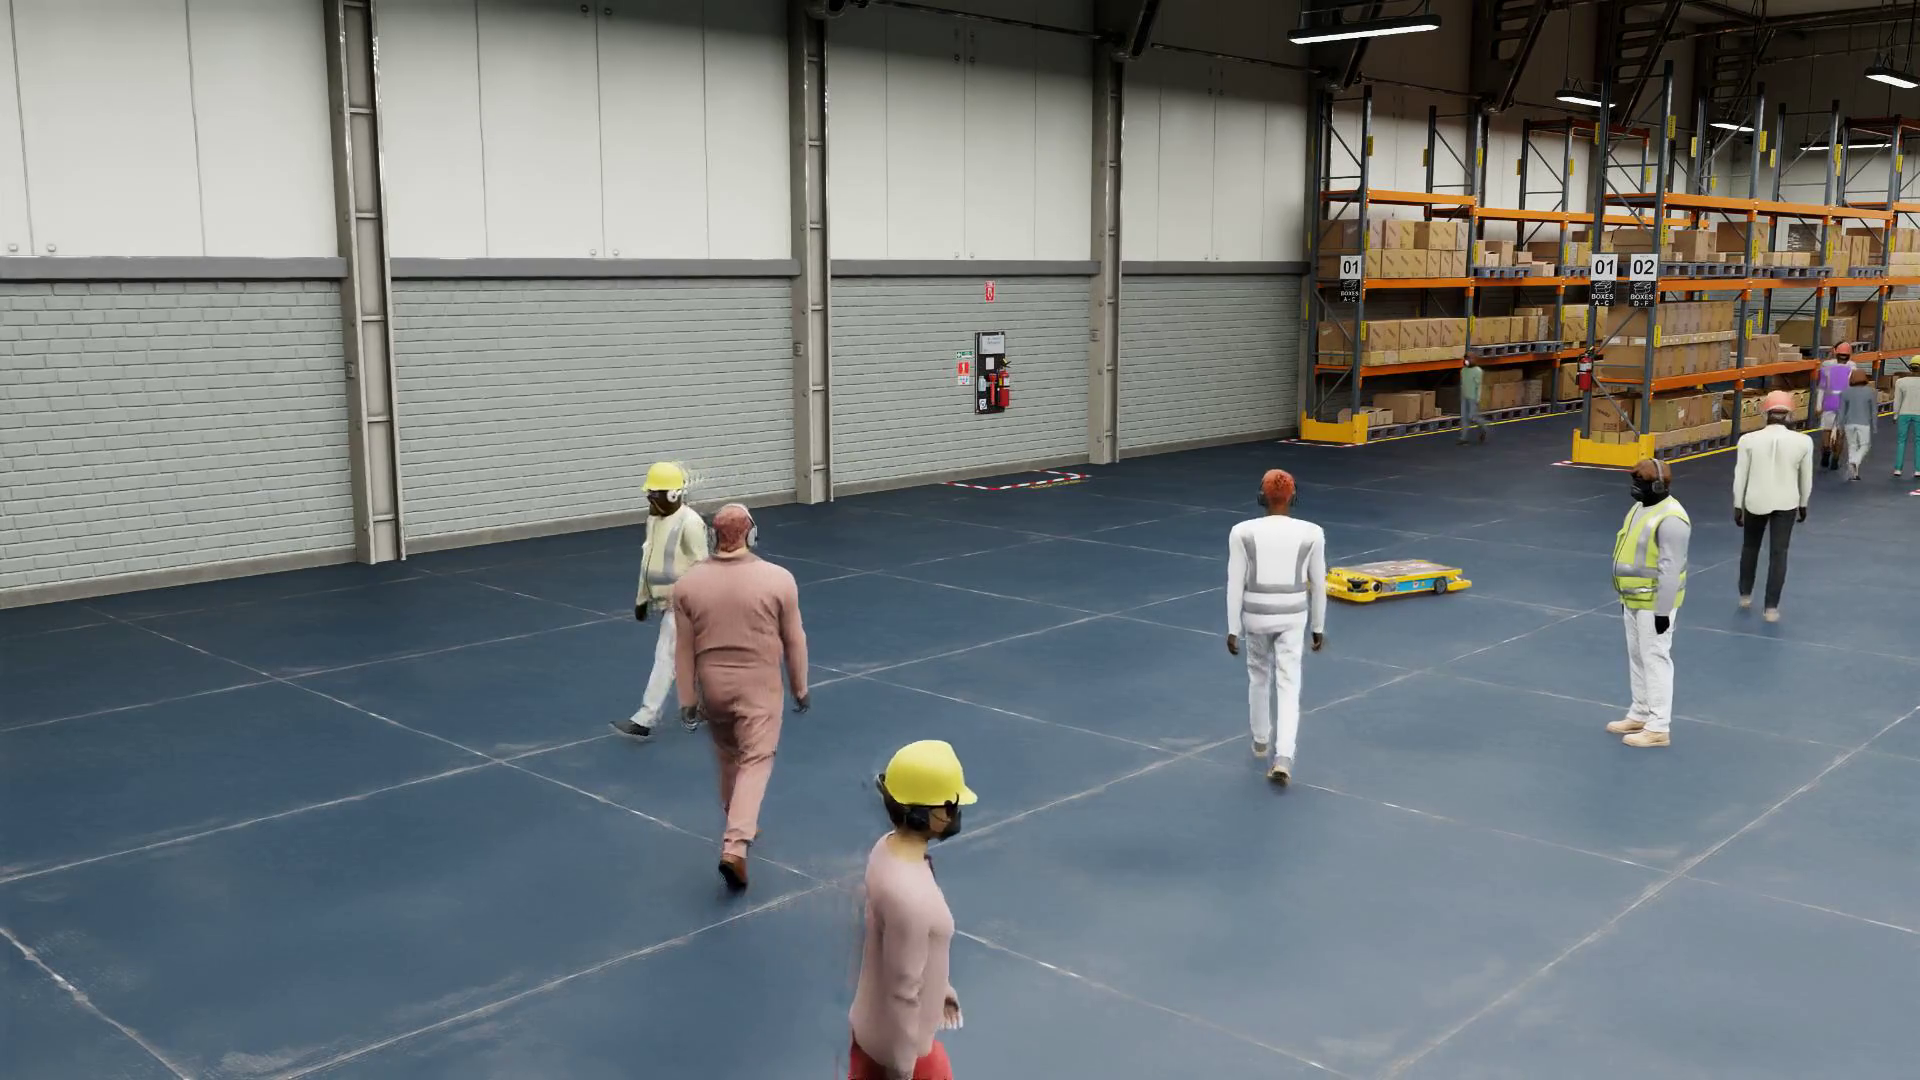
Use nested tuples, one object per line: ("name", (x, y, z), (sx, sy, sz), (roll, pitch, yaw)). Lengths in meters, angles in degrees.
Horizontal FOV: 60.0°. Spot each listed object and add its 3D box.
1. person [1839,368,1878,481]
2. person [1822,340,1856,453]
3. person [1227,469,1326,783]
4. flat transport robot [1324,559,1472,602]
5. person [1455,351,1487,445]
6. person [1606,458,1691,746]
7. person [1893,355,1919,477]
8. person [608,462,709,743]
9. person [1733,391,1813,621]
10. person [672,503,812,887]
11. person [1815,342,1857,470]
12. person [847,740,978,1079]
("person", (12.654, -1.618, 23.480), (0.485, 1.614, 0.529), (-9, 13, -44))
("person", (14.413, -2.358, 27.369), (0.533, 1.845, 0.855), (8, 12, 41))
("person", (1.892, 0.492, 9.960), (0.582, 1.842, 0.976), (1, 9, 8))
("flat transport robot", (4.022, 0.363, 15.521), (1.431, 0.197, 0.652), (-5, 11, -29))
("person", (8.751, -2.428, 28.421), (0.546, 1.617, 0.517), (-5, 10, -27))
("person", (4.385, 0.391, 10.614), (0.430, 1.837, 0.631), (0, 9, 2))
("person", (13.838, -1.797, 24.145), (0.523, 1.769, 0.313), (7, 12, 37))
("person", (-1.916, 0.391, 10.742), (0.913, 1.783, 0.625), (-6, 11, -35))
("person", (7.112, -0.324, 14.578), (0.618, 1.956, 0.980), (5, 10, 26))
("person", (-1.111, 0.751, 8.317), (0.640, 1.870, 0.932), (2, 10, 13))
("person", (13.090, -1.986, 24.822), (0.571, 1.920, 0.520), (6, 11, 31))
("person", (-0.087, 1.403, 4.760), (0.888, 1.719, 0.540), (-2, 9, -11))
